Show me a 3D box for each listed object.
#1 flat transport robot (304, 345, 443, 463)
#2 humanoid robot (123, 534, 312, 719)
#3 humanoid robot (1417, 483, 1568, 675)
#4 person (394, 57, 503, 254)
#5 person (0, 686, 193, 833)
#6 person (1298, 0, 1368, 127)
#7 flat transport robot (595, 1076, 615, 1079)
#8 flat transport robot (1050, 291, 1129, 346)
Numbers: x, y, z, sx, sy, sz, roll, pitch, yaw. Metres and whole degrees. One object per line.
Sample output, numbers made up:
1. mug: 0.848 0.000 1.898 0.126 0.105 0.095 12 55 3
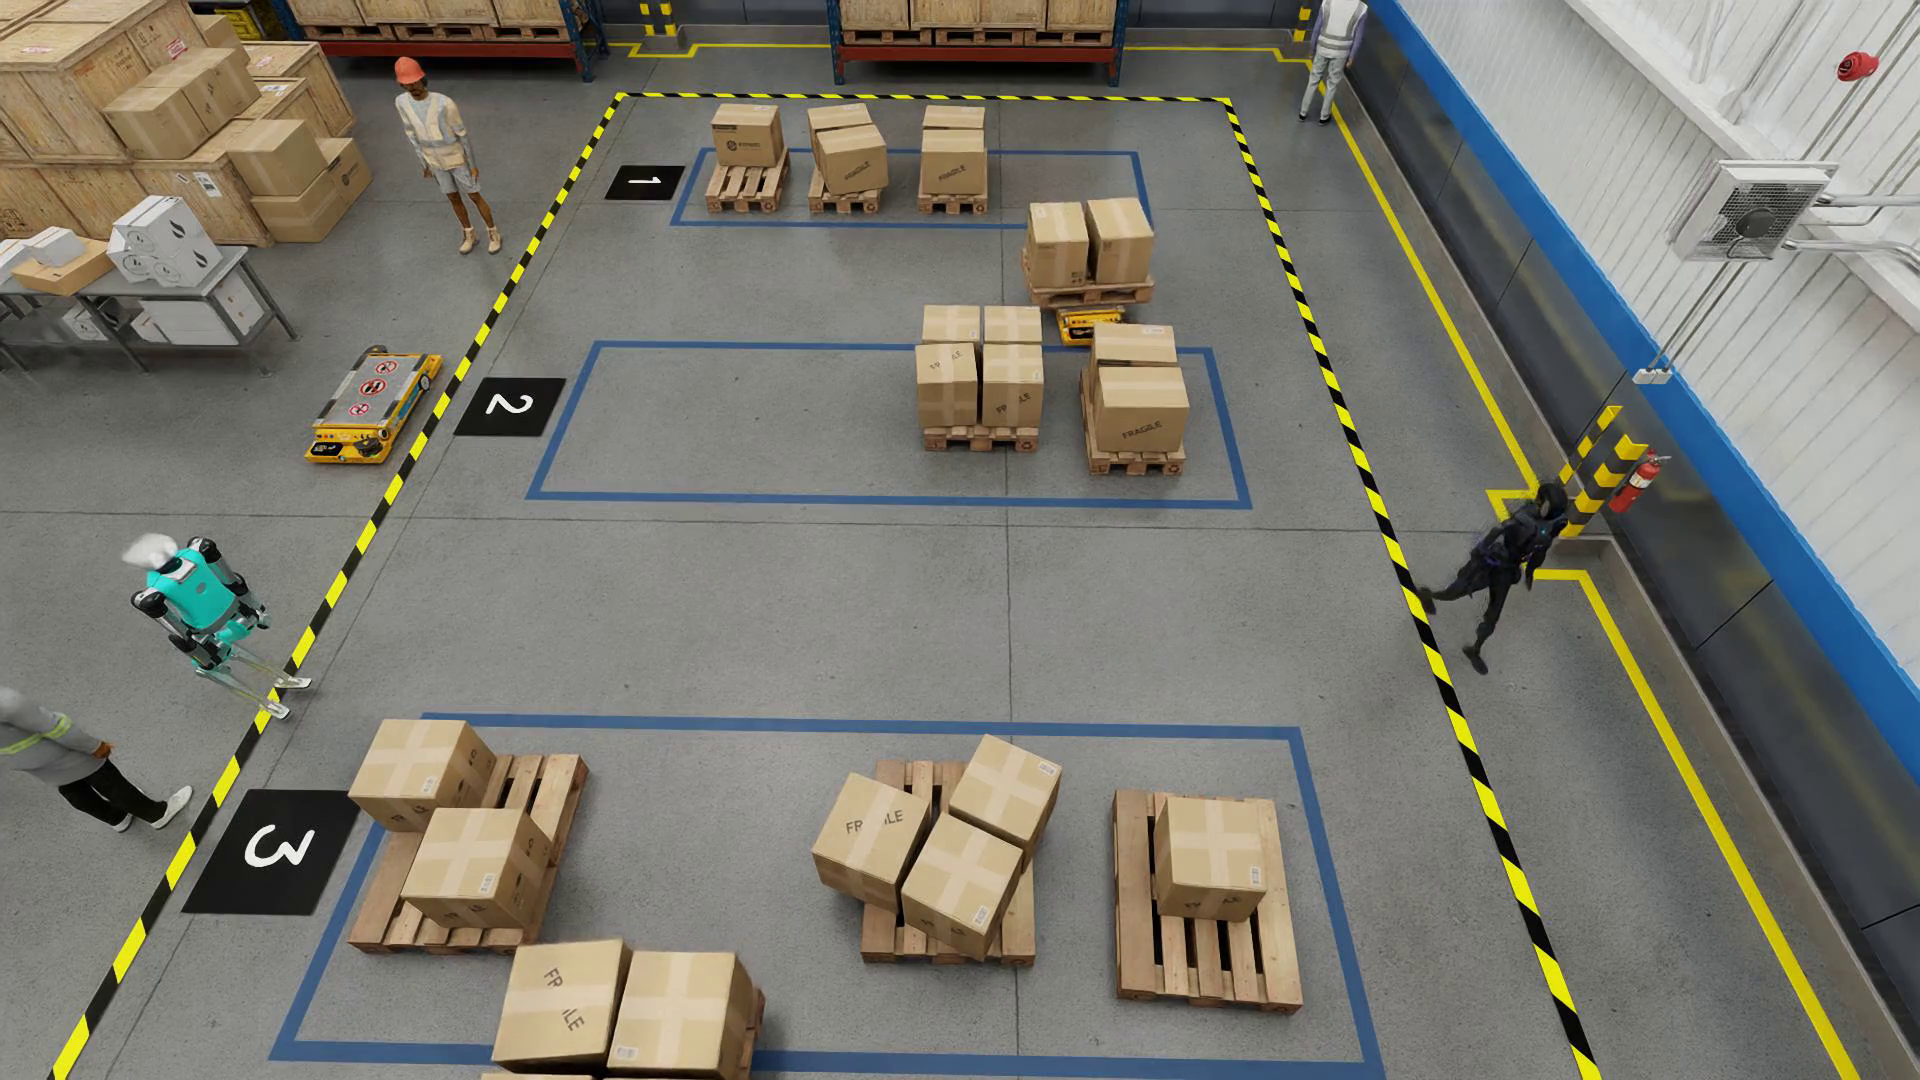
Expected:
1. flat transport robot: -5.383 -1.269 8.441 0.659 0.231 1.431 1 50 1
2. humanoid robot: -4.843 0.540 5.858 0.735 1.681 0.533 10 50 8
3. humanoid robot: 3.693 0.183 6.326 0.610 1.631 0.783 -8 50 -7
4. person: -5.347 -3.952 9.548 0.605 2.047 0.366 0 50 0
5. person: -5.318 1.171 5.339 0.597 1.850 0.396 -1 50 -1
6. person: 4.723 -6.205 11.592 0.601 1.830 0.404 22 53 18
7. flat transport robot: -1.682 2.963 4.842 0.652 0.197 1.431 1 50 1
8. flat transport robot: 1.286 -2.544 9.501 0.652 0.197 1.431 -4 50 -4
